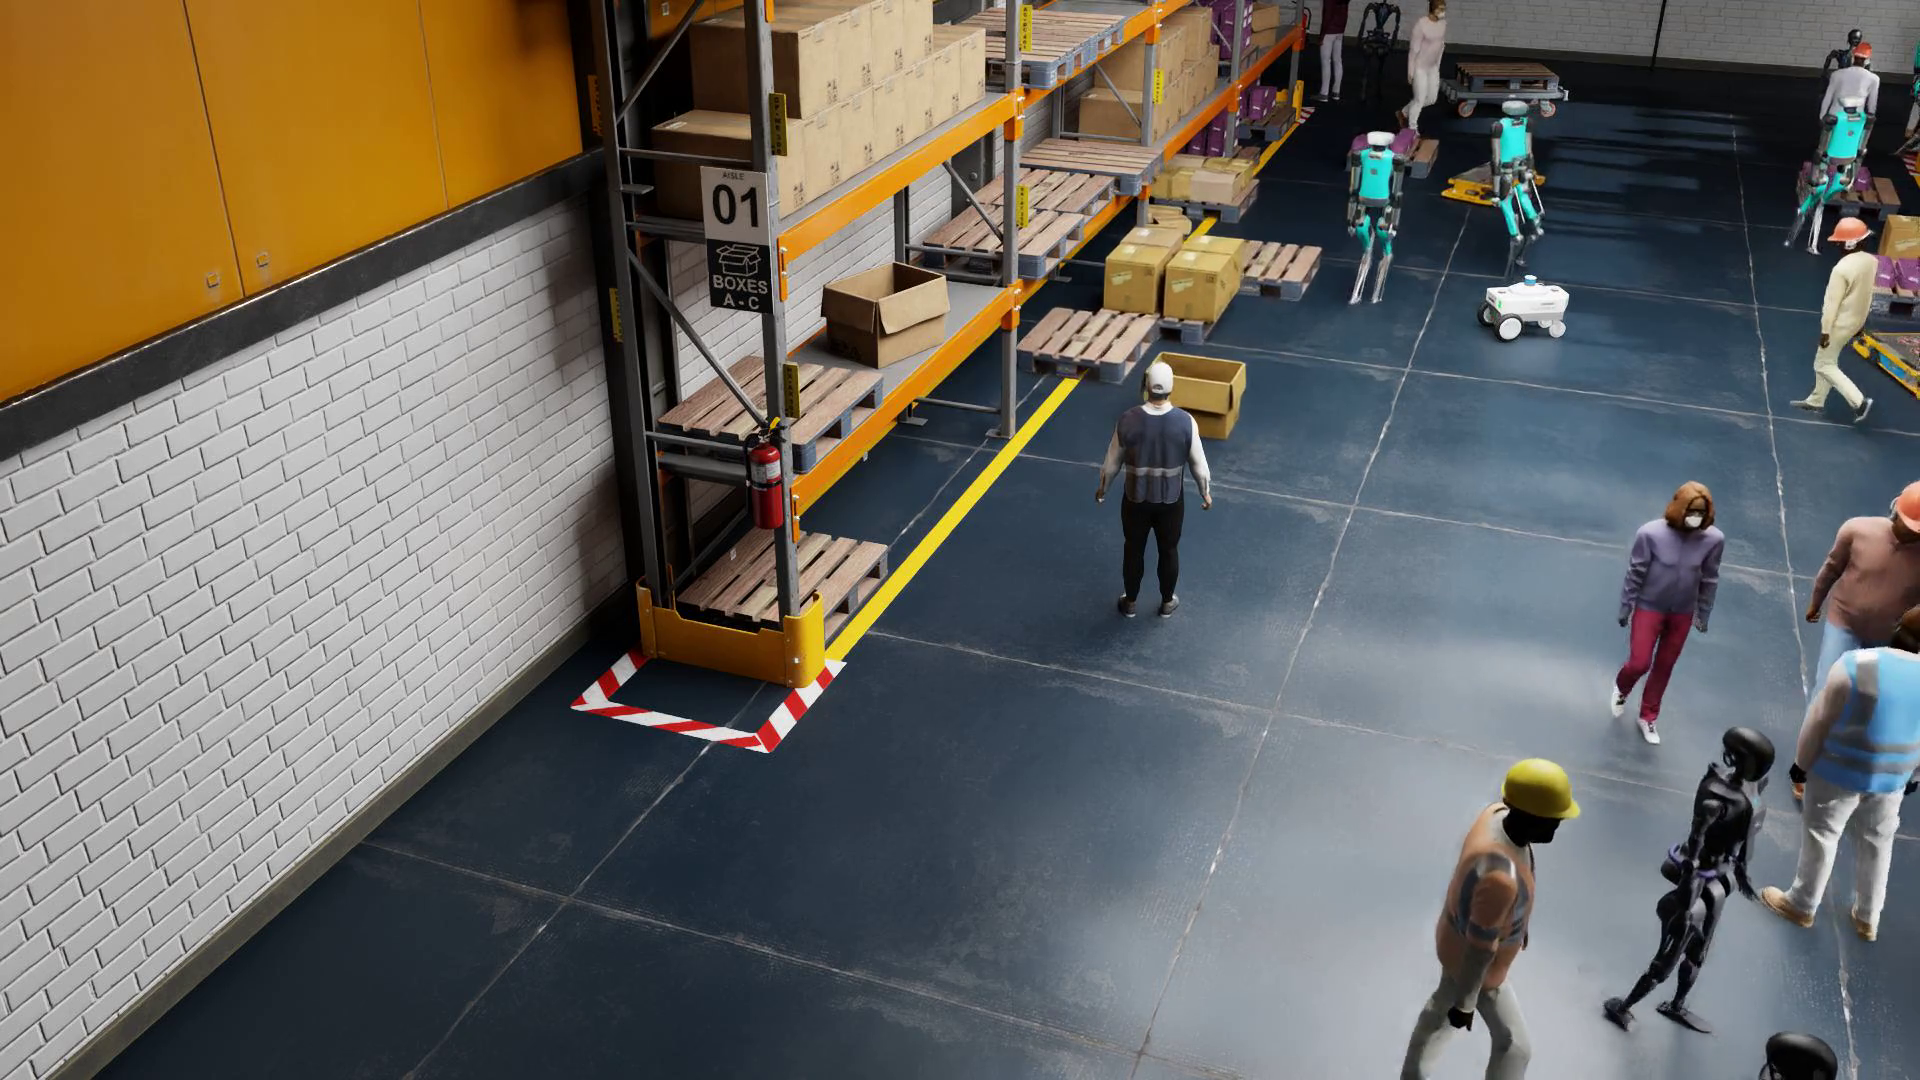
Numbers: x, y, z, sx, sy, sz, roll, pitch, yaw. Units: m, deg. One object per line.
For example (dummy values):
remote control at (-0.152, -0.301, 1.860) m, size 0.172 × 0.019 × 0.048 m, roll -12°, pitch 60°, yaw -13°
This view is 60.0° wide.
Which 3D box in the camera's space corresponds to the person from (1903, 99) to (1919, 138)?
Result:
person at (13.132, -6.284, 22.232) m, size 0.638 × 1.836 × 0.429 m, roll 12°, pitch 29°, yaw 21°

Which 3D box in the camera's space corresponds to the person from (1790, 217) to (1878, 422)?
person at (7.277, -1.766, 13.596) m, size 0.587 × 1.716 × 0.657 m, roll -20°, pitch 34°, yaw -34°

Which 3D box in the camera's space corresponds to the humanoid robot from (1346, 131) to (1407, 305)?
humanoid robot at (4.084, -3.131, 16.250) m, size 0.531 × 1.810 × 0.733 m, roll 14°, pitch 31°, yaw 26°

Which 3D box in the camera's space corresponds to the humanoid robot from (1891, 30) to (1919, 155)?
humanoid robot at (12.569, -5.810, 21.445) m, size 0.764 × 1.793 × 0.531 m, roll 7°, pitch 28°, yaw 14°

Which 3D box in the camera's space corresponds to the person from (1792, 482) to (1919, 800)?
person at (4.910, 0.500, 8.983) m, size 0.644 × 1.911 × 0.983 m, roll 14°, pitch 30°, yaw 25°

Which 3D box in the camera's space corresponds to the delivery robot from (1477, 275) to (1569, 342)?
delivery robot at (5.328, -2.198, 15.697) m, size 0.782 × 0.589 × 0.499 m, roll -3°, pitch 27°, yaw -5°

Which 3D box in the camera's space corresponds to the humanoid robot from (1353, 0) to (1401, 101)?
humanoid robot at (6.096, -7.297, 24.402) m, size 0.625 × 1.637 × 0.605 m, roll 5°, pitch 28°, yaw 9°

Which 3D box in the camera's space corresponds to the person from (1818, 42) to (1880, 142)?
person at (10.723, -5.126, 20.118) m, size 0.581 × 1.709 × 0.874 m, roll 19°, pitch 33°, yaw 33°

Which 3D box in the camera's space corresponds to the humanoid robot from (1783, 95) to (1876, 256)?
humanoid robot at (9.178, -3.849, 17.728) m, size 0.542 × 1.888 × 0.804 m, roll -1°, pitch 27°, yaw -1°

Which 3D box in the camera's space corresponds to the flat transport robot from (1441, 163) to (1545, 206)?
flat transport robot at (6.469, -4.317, 20.125) m, size 0.659 × 0.231 × 1.431 m, roll 22°, pitch 35°, yaw 36°

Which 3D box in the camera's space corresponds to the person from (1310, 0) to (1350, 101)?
person at (5.443, -7.421, 24.314) m, size 0.499 × 1.947 × 0.430 m, roll -16°, pitch 32°, yaw -29°

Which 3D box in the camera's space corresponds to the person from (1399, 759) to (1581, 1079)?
person at (2.211, 1.680, 6.713) m, size 0.780 × 1.896 × 0.602 m, roll 6°, pitch 28°, yaw 11°

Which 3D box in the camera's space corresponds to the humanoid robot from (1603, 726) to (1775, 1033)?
humanoid robot at (3.243, 1.505, 7.328) m, size 0.593 × 1.682 × 0.422 m, roll -21°, pitch 34°, yaw -35°

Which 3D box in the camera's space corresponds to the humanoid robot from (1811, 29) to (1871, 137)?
humanoid robot at (11.245, -5.678, 21.236) m, size 0.612 × 1.637 × 0.620 m, roll 19°, pitch 33°, yaw 32°

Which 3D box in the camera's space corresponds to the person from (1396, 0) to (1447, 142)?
person at (6.123, -6.276, 22.126) m, size 0.657 × 1.914 × 0.578 m, roll -18°, pitch 32°, yaw -31°

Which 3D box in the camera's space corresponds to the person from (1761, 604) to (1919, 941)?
person at (4.309, 1.102, 7.941) m, size 0.664 × 1.812 × 0.442 m, roll 0°, pitch 27°, yaw 1°

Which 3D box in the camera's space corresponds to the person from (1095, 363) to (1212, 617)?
person at (1.248, -0.304, 10.713) m, size 0.752 × 1.758 × 0.433 m, roll 2°, pitch 27°, yaw 5°

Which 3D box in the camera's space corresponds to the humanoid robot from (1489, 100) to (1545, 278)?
humanoid robot at (5.764, -3.527, 17.071) m, size 0.544 × 1.836 × 0.777 m, roll -13°, pitch 30°, yaw -23°

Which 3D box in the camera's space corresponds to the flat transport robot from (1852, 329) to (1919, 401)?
flat transport robot at (8.559, -1.527, 14.713) m, size 0.659 × 0.231 × 1.431 m, roll 1°, pitch 27°, yaw 1°

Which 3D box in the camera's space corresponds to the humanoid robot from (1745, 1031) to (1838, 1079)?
humanoid robot at (2.643, 2.318, 5.761) m, size 0.701 × 1.641 × 0.608 m, roll 8°, pitch 28°, yaw 16°

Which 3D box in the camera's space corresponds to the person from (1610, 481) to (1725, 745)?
person at (4.020, 0.411, 9.462) m, size 0.515 × 1.621 × 0.360 m, roll 1°, pitch 27°, yaw 2°
